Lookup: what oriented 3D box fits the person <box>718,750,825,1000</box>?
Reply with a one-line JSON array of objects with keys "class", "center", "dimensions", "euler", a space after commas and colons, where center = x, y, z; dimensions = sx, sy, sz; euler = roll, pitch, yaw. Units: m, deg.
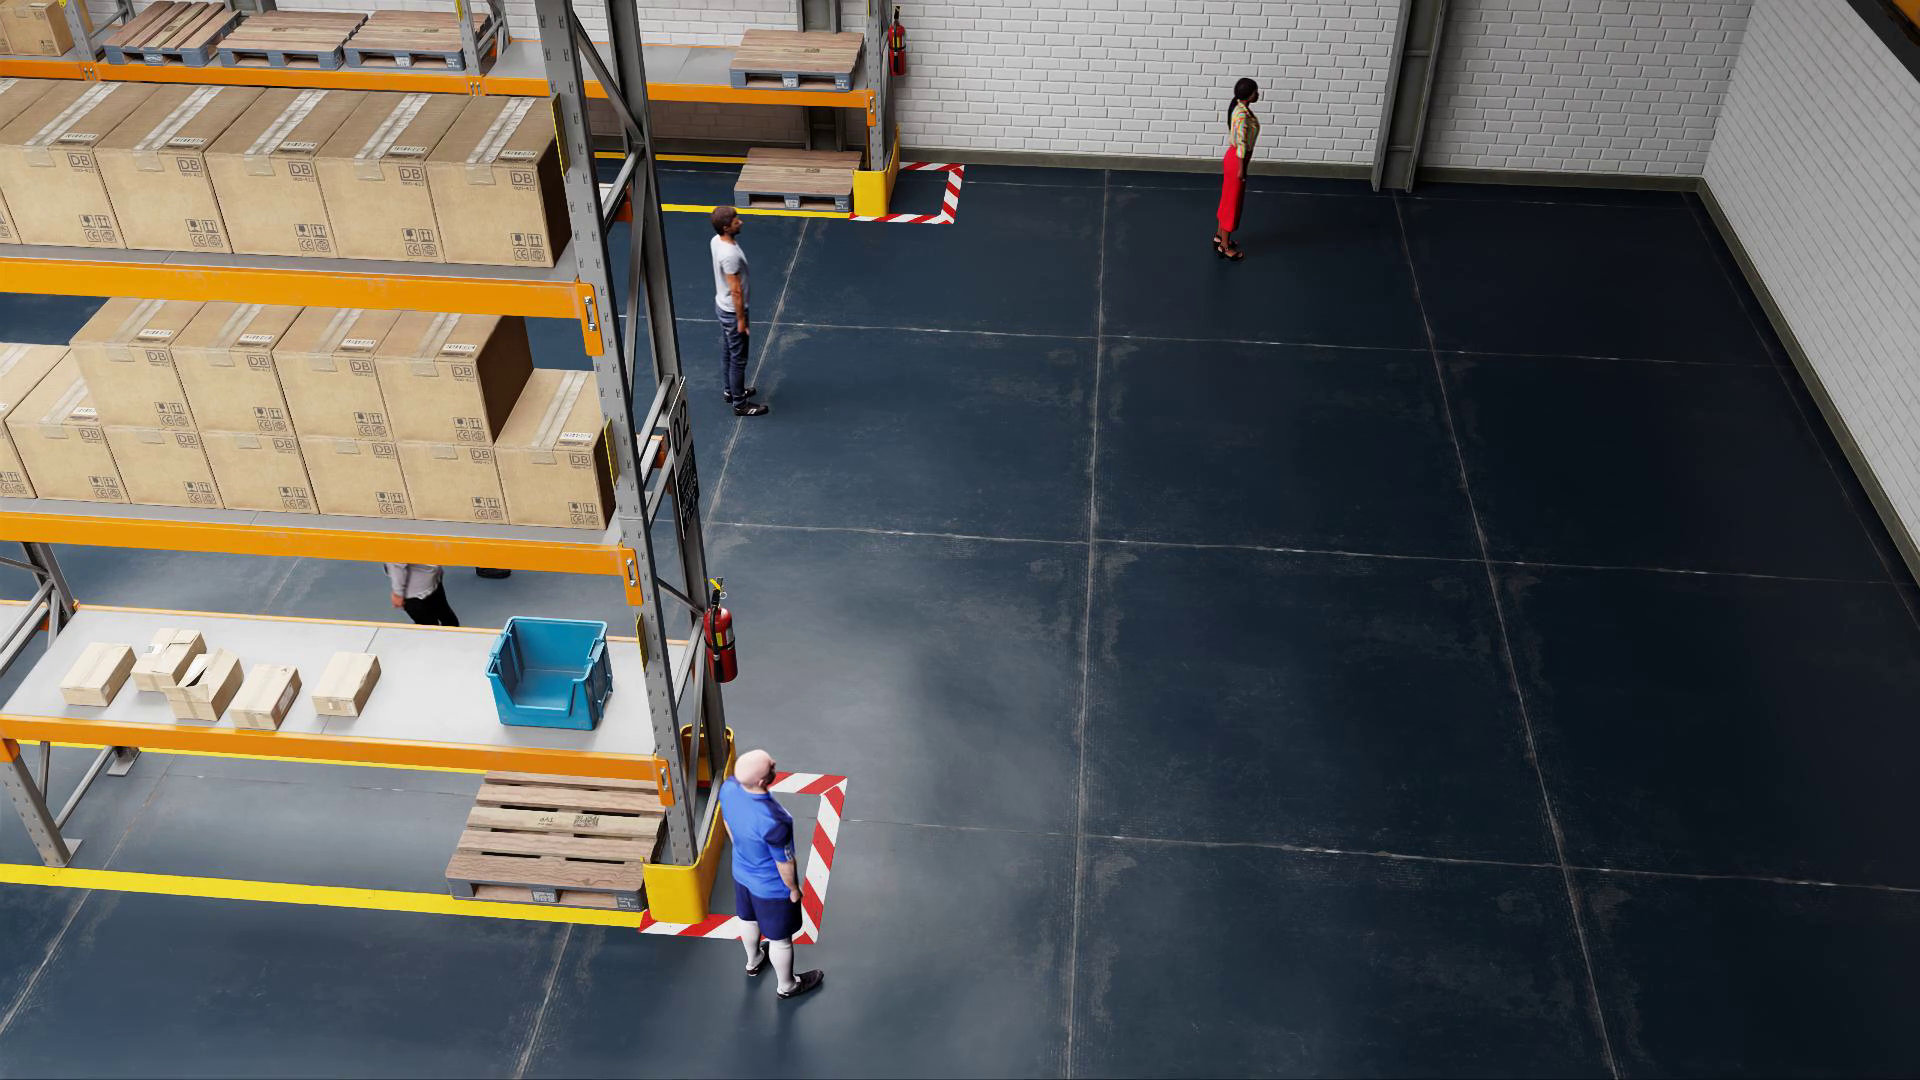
[{"class": "person", "center": [-1.066, 1.815, 9.080], "dimensions": [0.731, 1.842, 0.818], "euler": [31, 48, 33]}]

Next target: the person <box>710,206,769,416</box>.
[{"class": "person", "center": [-1.876, -1.900, 13.712], "dimensions": [0.694, 1.866, 0.702], "euler": [-13, 40, -16]}]

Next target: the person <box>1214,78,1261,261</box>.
[{"class": "person", "center": [2.624, -3.540, 15.826], "dimensions": [0.541, 1.792, 0.619], "euler": [0, 39, 0]}]
